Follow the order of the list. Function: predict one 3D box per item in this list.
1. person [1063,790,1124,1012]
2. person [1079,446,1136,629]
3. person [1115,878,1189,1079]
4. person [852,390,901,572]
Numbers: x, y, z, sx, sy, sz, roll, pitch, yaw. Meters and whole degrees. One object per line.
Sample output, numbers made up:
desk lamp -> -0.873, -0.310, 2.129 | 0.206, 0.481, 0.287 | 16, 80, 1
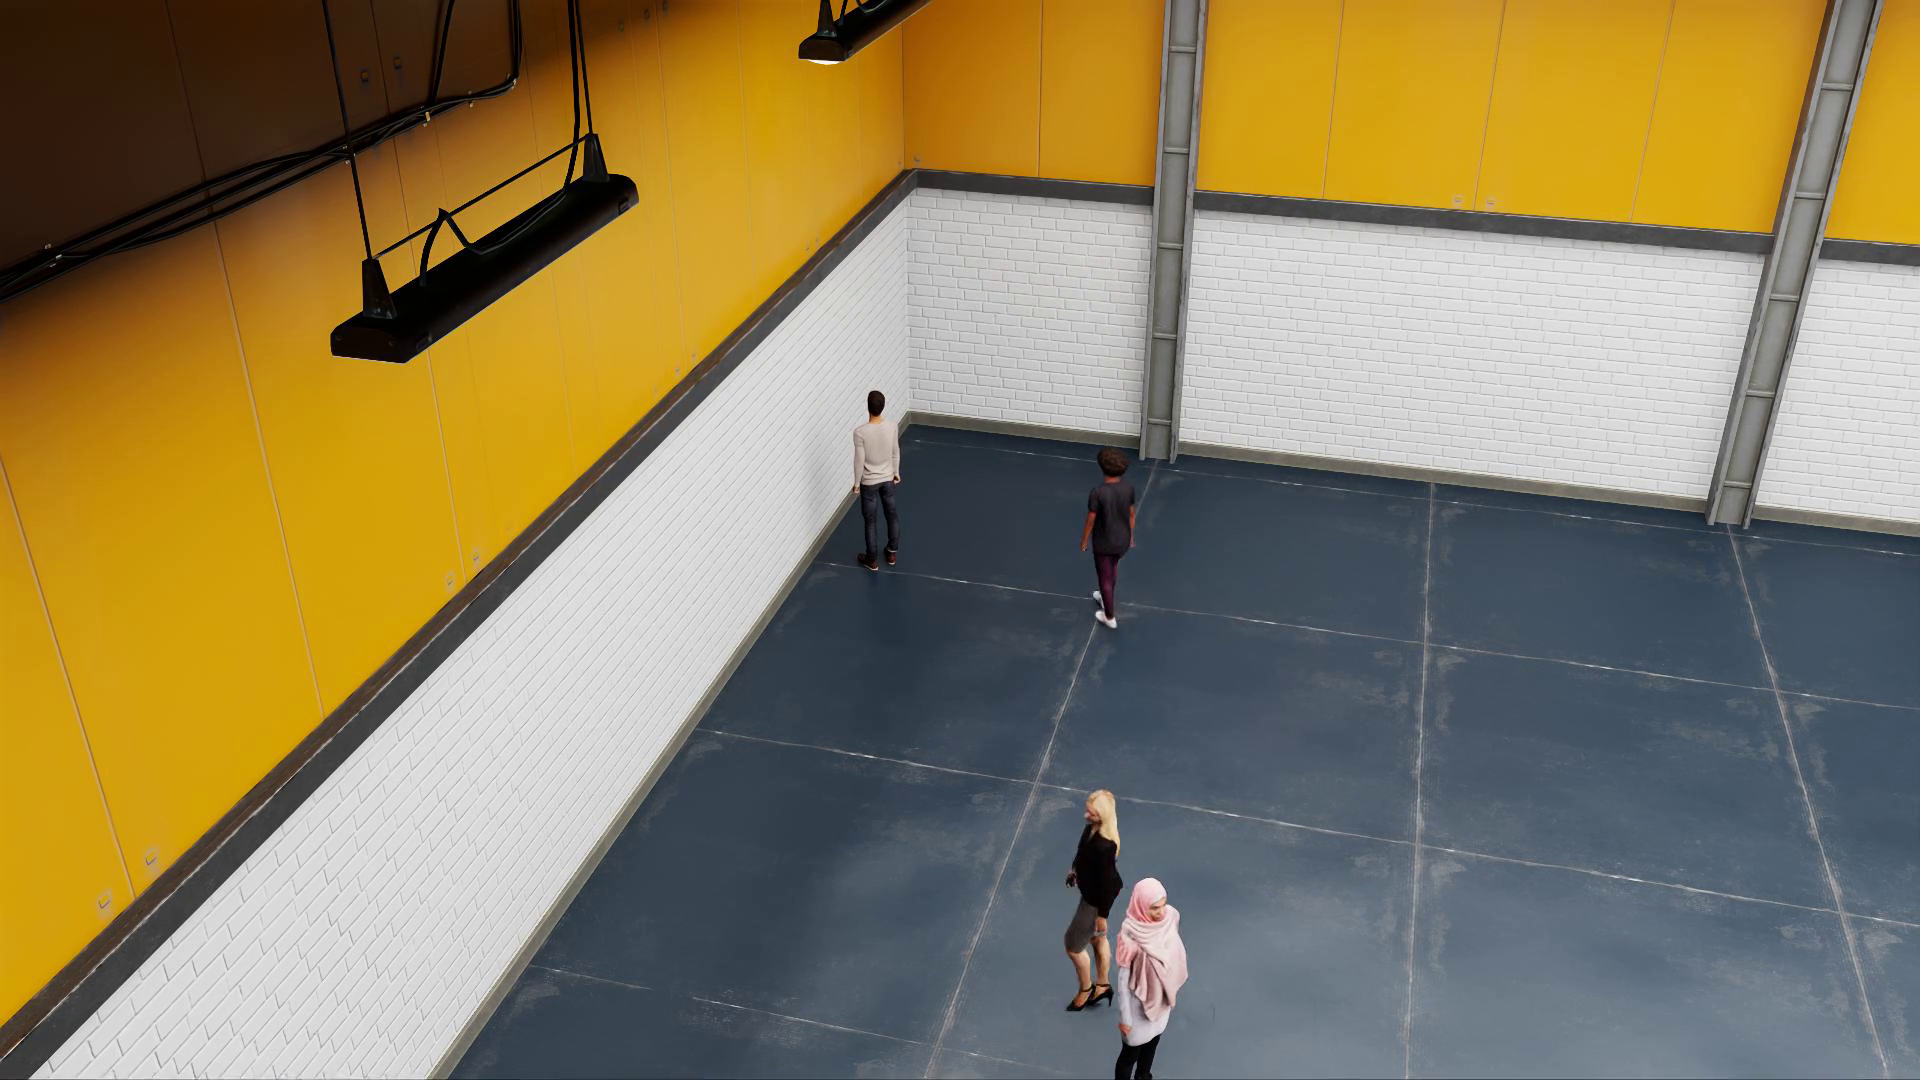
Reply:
person -> 0.962, 2.357, 10.833 | 0.713, 1.830, 0.732 | 1, 29, 2
person -> 1.418, 0.009, 15.204 | 0.889, 1.766, 0.951 | -16, 32, -27
person -> 1.119, 2.788, 10.069 | 0.739, 1.804, 0.773 | -22, 36, -35
person -> -0.807, -0.584, 16.186 | 0.733, 1.867, 0.798 | -15, 32, -25
